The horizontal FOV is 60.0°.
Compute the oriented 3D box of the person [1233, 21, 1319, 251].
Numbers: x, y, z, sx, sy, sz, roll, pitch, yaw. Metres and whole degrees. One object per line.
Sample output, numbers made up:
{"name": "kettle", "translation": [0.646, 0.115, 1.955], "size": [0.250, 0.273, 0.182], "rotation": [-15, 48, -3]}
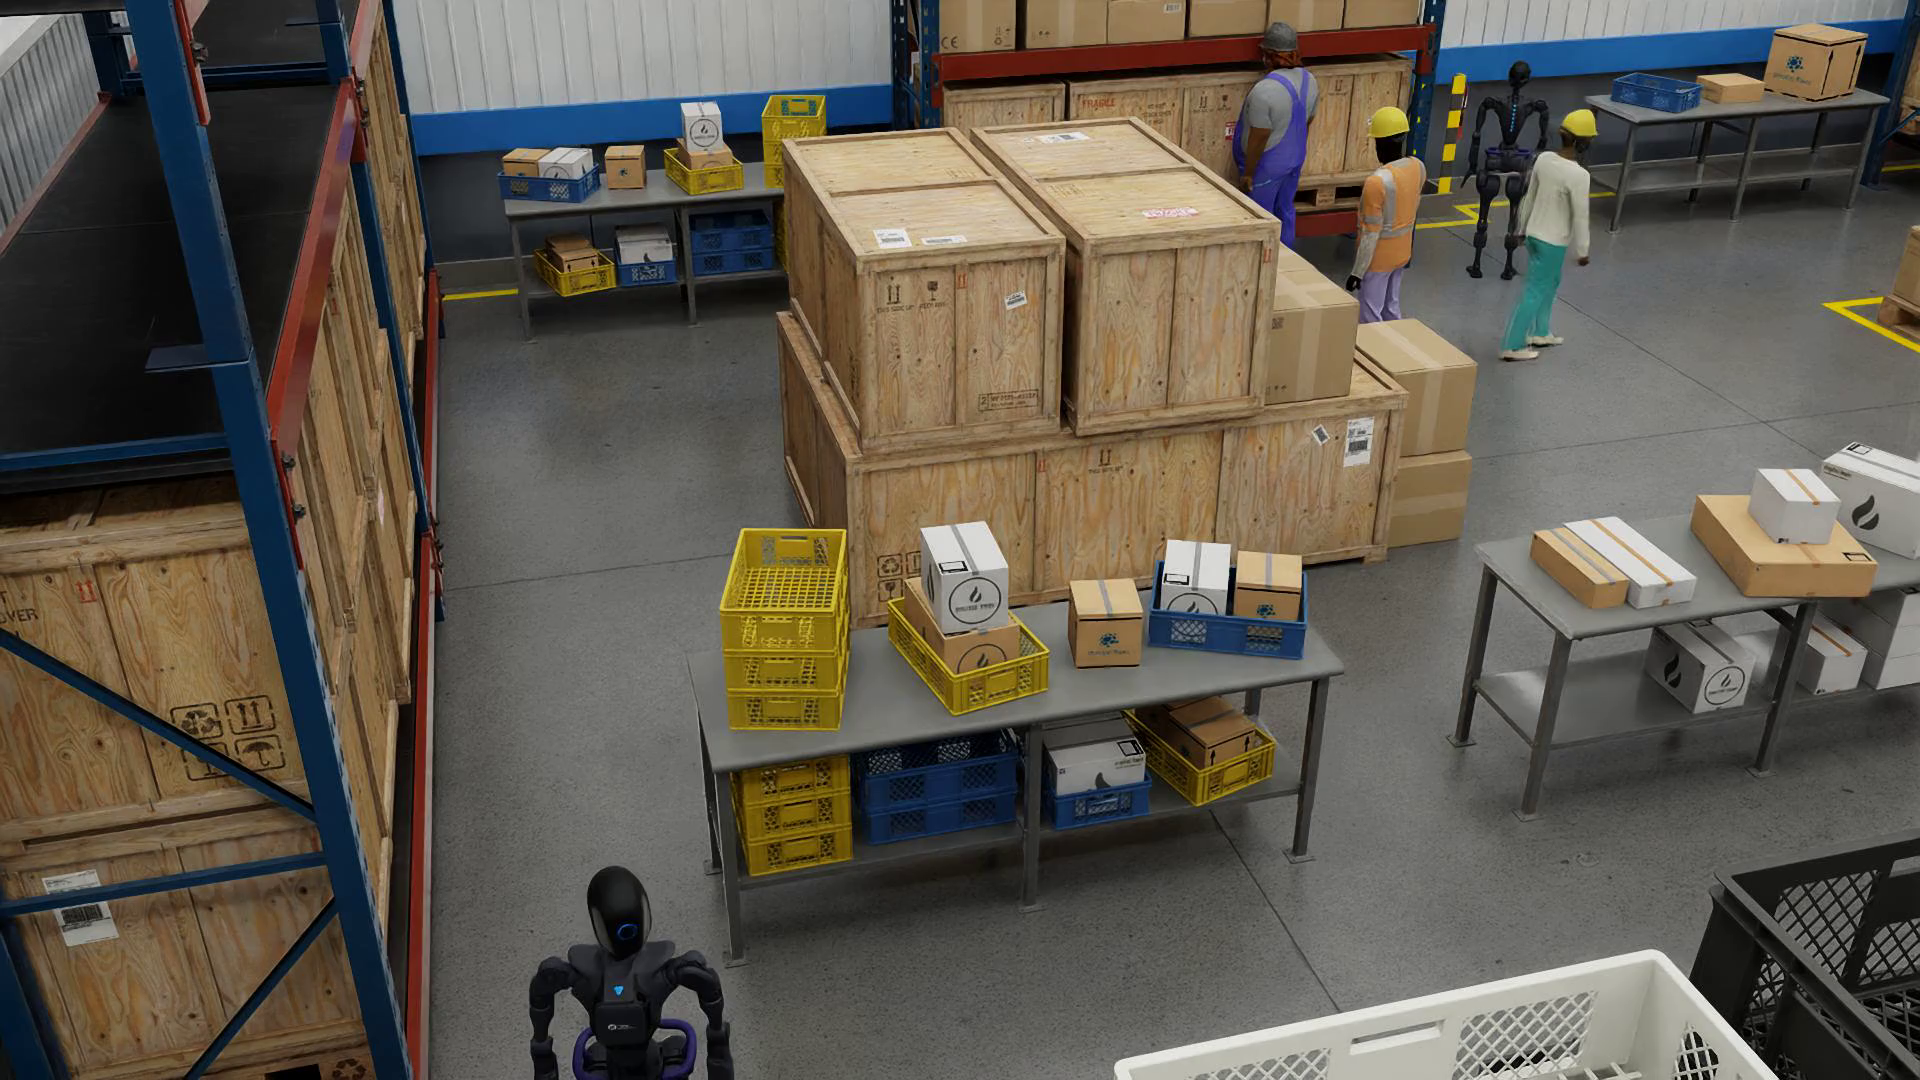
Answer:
{"name": "person", "translation": [2.287, -2.832, 12.422], "size": [0.687, 2.000, 0.537], "rotation": [-24, 37, -37]}

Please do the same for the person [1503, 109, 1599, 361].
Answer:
{"name": "person", "translation": [4.096, -2.058, 11.313], "size": [0.675, 1.736, 0.545], "rotation": [-9, 30, -15]}

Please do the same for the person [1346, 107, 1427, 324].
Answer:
{"name": "person", "translation": [2.697, -1.821, 10.715], "size": [0.378, 1.916, 0.585], "rotation": [25, 38, 38]}

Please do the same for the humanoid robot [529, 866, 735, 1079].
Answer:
{"name": "humanoid robot", "translation": [-0.907, 1.607, 4.722], "size": [0.591, 1.660, 0.326], "rotation": [-3, 29, -5]}

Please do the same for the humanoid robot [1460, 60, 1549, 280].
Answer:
{"name": "humanoid robot", "translation": [4.182, -2.845, 12.805], "size": [0.602, 1.657, 0.315], "rotation": [8, 30, 14]}
